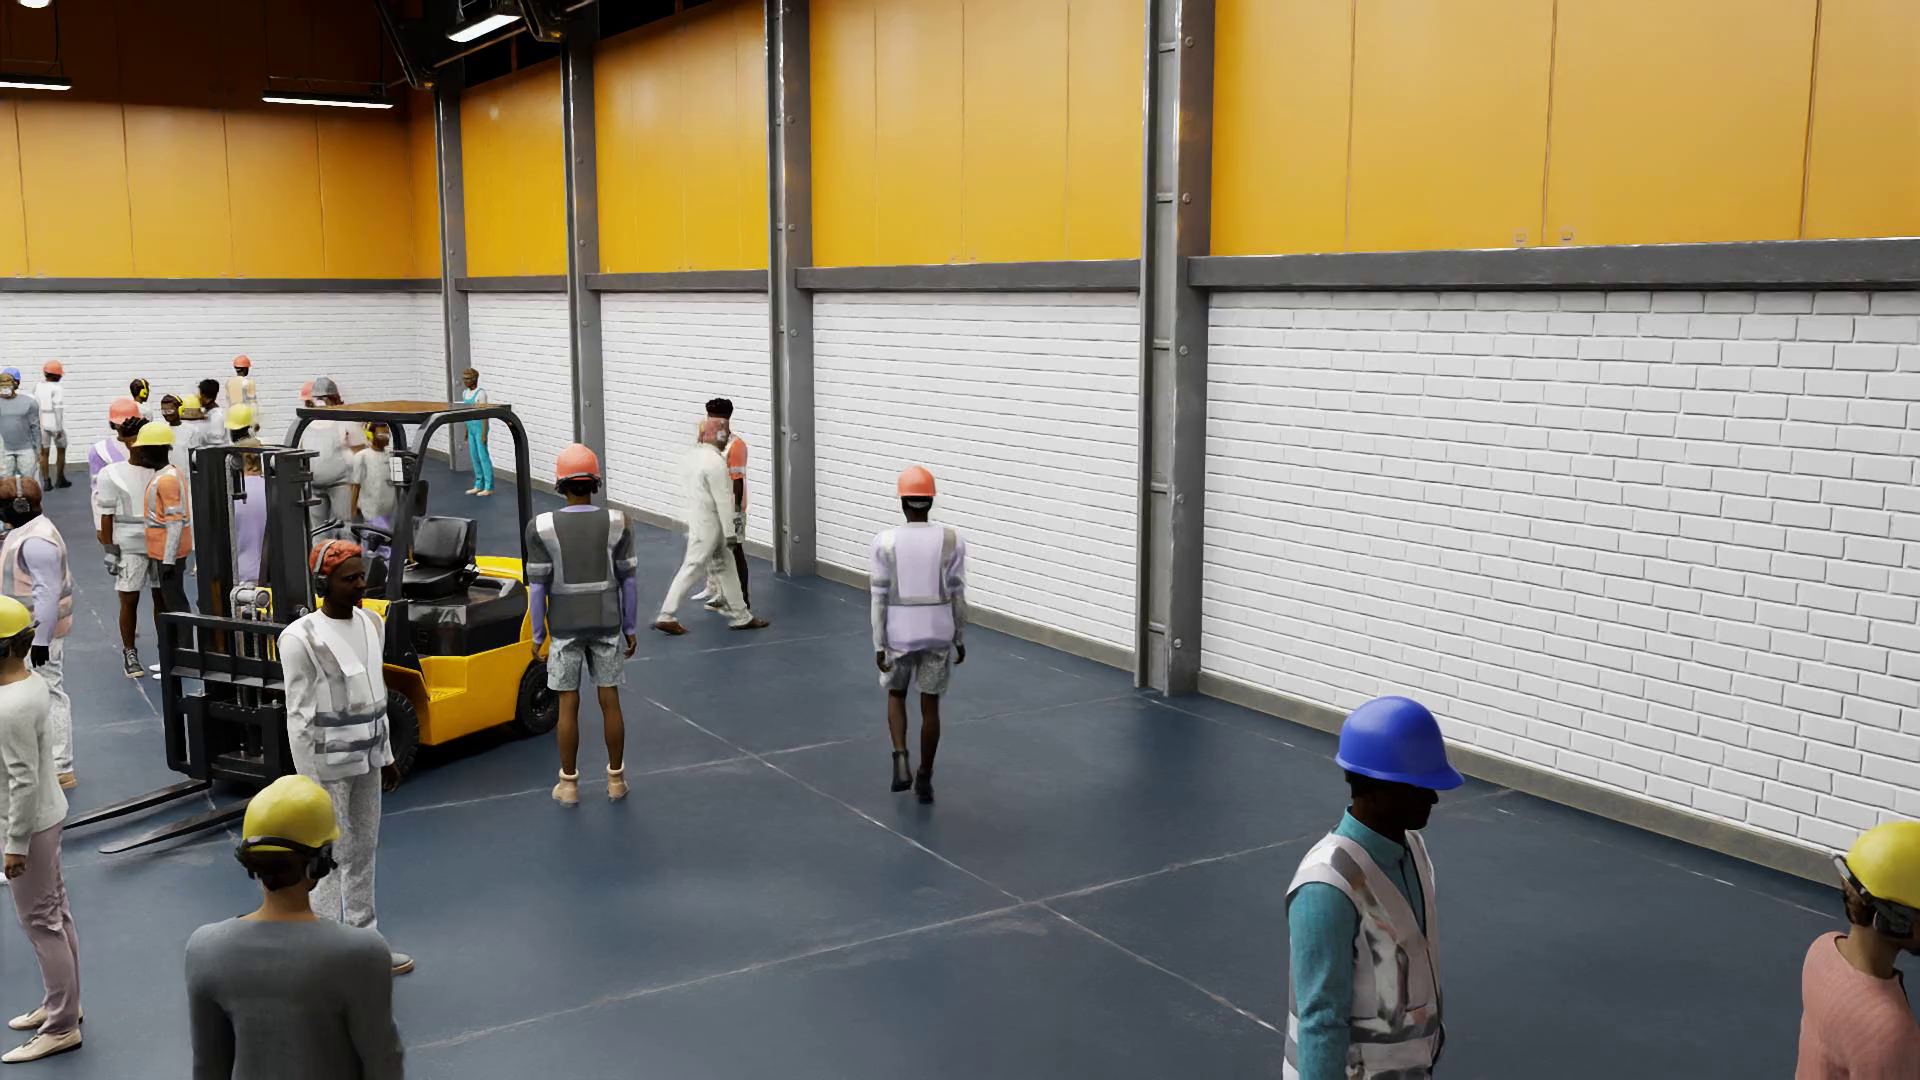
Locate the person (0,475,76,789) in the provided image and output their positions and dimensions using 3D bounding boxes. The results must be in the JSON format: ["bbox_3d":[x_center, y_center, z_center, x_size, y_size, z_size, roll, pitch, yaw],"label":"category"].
[{"bbox_3d":[-5.375,0.540,9.633,0.429,1.841,0.633,-6,10,-35],"label":"person"}]

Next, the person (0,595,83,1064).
[{"bbox_3d":[-3.550,1.076,6.275,0.326,1.767,0.533,-4,9,-23],"label":"person"}]

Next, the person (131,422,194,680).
[{"bbox_3d":[-5.951,0.077,12.460,0.367,1.926,0.594,-5,10,-28],"label":"person"}]

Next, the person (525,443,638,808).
[{"bbox_3d":[-2.116,0.480,9.347,0.607,2.048,0.370,-3,9,-20],"label":"person"}]

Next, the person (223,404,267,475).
[{"bbox_3d":[-6.464,-0.319,15.279,0.601,1.879,0.651,6,10,34],"label":"person"}]

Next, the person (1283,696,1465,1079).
[{"bbox_3d":[0.980,1.321,4.011,0.405,1.945,0.615,5,10,32],"label":"person"}]

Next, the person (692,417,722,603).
[{"bbox_3d":[-2.306,-0.276,15.459,0.290,1.746,0.487,-5,10,-31],"label":"person"}]

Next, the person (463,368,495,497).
[{"bbox_3d":[-6.875,-1.525,23.615,0.518,1.834,0.367,8,12,44],"label":"person"}]

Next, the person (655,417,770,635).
[{"bbox_3d":[-2.142,-0.116,14.069,0.995,1.850,0.636,-2,9,-16],"label":"person"}]

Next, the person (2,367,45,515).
[{"bbox_3d":[-12.070,-1.240,21.315,0.606,1.939,0.416,-5,10,-32],"label":"person"}]

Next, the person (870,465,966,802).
[{"bbox_3d":[-0.234,0.535,9.419,0.546,1.924,0.398,0,8,-3],"label":"person"}]

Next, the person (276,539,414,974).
[{"bbox_3d":[-2.526,0.932,6.856,0.355,1.882,0.575,2,9,16],"label":"person"}]

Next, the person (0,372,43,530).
[{"bbox_3d":[-11.538,-1.079,20.274,0.636,1.928,0.384,-5,10,-29],"label":"person"}]

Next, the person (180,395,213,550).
[{"bbox_3d":[-8.608,-0.760,18.723,0.492,1.742,0.320,-6,10,-34],"label":"person"}]

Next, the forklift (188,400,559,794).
[{"bbox_3d":[-3.529,0.258,10.348,1.214,2.155,2.313,4,9,25],"label":"forklift"}]

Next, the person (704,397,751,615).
[{"bbox_3d":[-2.108,-0.309,14.986,0.365,1.960,0.609,-5,10,-32],"label":"person"}]

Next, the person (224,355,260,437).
[{"bbox_3d":[-10.945,-1.854,25.446,0.545,1.938,0.361,3,9,17],"label":"person"}]

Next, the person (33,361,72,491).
[{"bbox_3d":[-13.300,-1.675,24.388,0.533,1.890,0.703,0,8,3],"label":"person"}]

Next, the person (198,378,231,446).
[{"bbox_3d":[-8.519,-0.882,18.994,0.365,1.926,0.760,-5,10,-28],"label":"person"}]

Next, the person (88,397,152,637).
[{"bbox_3d":[-6.910,-0.186,13.921,0.618,2.028,0.410,-6,10,-34],"label":"person"}]

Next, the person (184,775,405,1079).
[{"bbox_3d":[-1.552,1.427,3.951,0.531,1.761,0.343,1,9,10],"label":"person"}]

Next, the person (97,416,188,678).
[{"bbox_3d":[-6.161,0.042,12.567,0.361,1.965,0.613,7,11,40],"label":"person"}]

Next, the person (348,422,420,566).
[{"bbox_3d":[-5.195,-0.224,14.943,1.004,1.807,0.630,3,9,21],"label":"person"}]

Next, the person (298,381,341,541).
[{"bbox_3d":[-7.182,-0.795,18.430,0.570,1.901,0.843,6,10,34],"label":"person"}]

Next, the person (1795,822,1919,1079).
[{"bbox_3d":[1.991,1.468,3.678,0.343,1.755,0.531,2,9,13],"label":"person"}]

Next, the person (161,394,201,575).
[{"bbox_3d":[-7.969,-0.559,17.004,0.510,1.857,0.324,1,8,4],"label":"person"}]

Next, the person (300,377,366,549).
[{"bbox_3d":[-6.429,-0.640,16.918,0.675,2.000,0.537,1,9,10],"label":"person"}]
